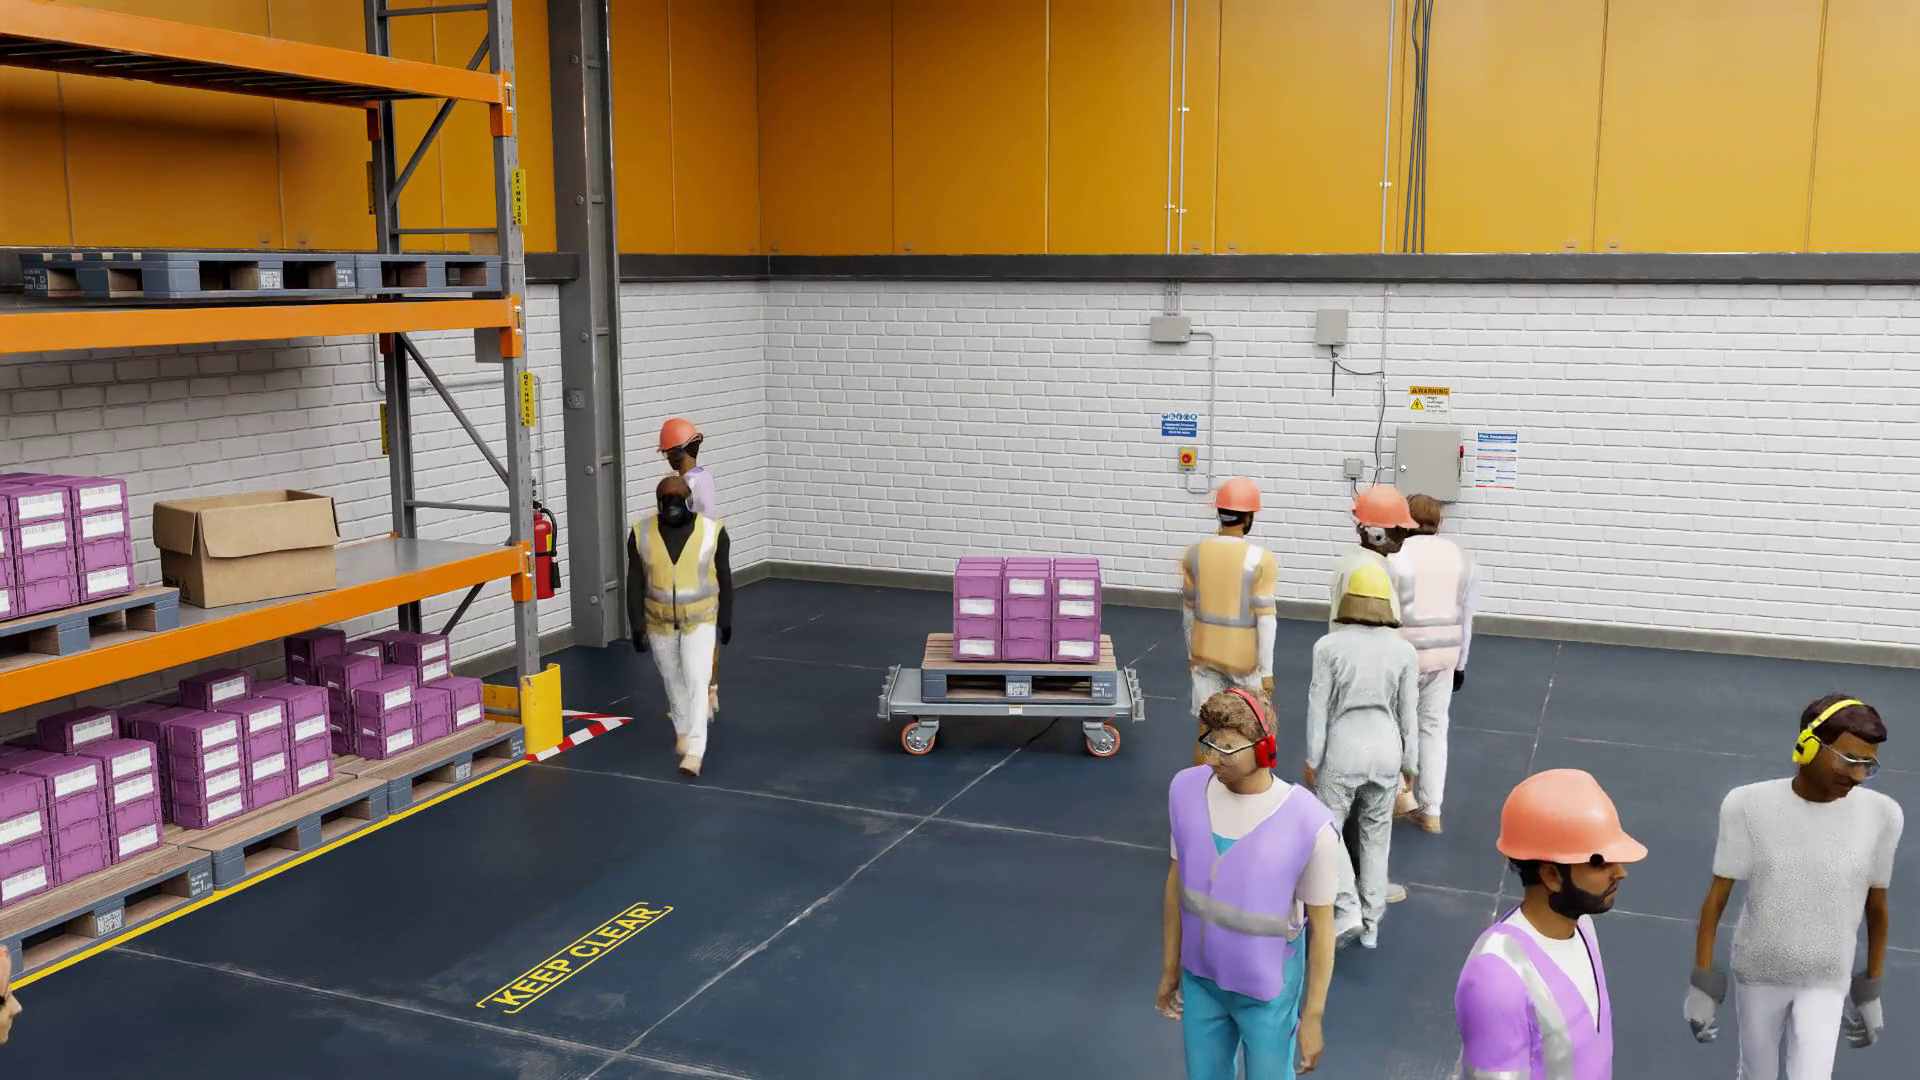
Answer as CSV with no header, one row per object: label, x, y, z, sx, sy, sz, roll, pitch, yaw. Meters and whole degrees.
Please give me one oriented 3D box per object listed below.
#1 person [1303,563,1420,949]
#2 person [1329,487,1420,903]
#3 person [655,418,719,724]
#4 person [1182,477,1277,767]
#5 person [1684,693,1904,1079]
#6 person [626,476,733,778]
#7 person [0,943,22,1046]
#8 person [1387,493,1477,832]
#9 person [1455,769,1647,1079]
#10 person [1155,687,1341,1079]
person,1.788,0.973,7.367,0.503,1.715,0.587,0,9,-2
person,1.981,0.728,8.055,0.396,1.985,0.645,0,9,0
person,-1.806,0.209,11.048,0.403,2.033,0.607,1,9,6
person,1.494,0.607,8.983,0.577,1.911,0.751,6,11,32
person,2.452,1.330,4.928,0.550,1.800,0.988,4,10,21
person,-1.697,0.501,10.026,0.623,1.779,1.000,0,9,0
person,-2.105,1.650,3.534,0.318,1.630,0.513,-7,12,-37
person,2.466,0.661,8.972,0.643,1.814,0.465,-3,10,-16
person,1.307,1.457,3.755,0.348,1.942,0.548,7,12,36
person,0.842,1.319,4.908,0.564,1.837,0.396,9,13,44
